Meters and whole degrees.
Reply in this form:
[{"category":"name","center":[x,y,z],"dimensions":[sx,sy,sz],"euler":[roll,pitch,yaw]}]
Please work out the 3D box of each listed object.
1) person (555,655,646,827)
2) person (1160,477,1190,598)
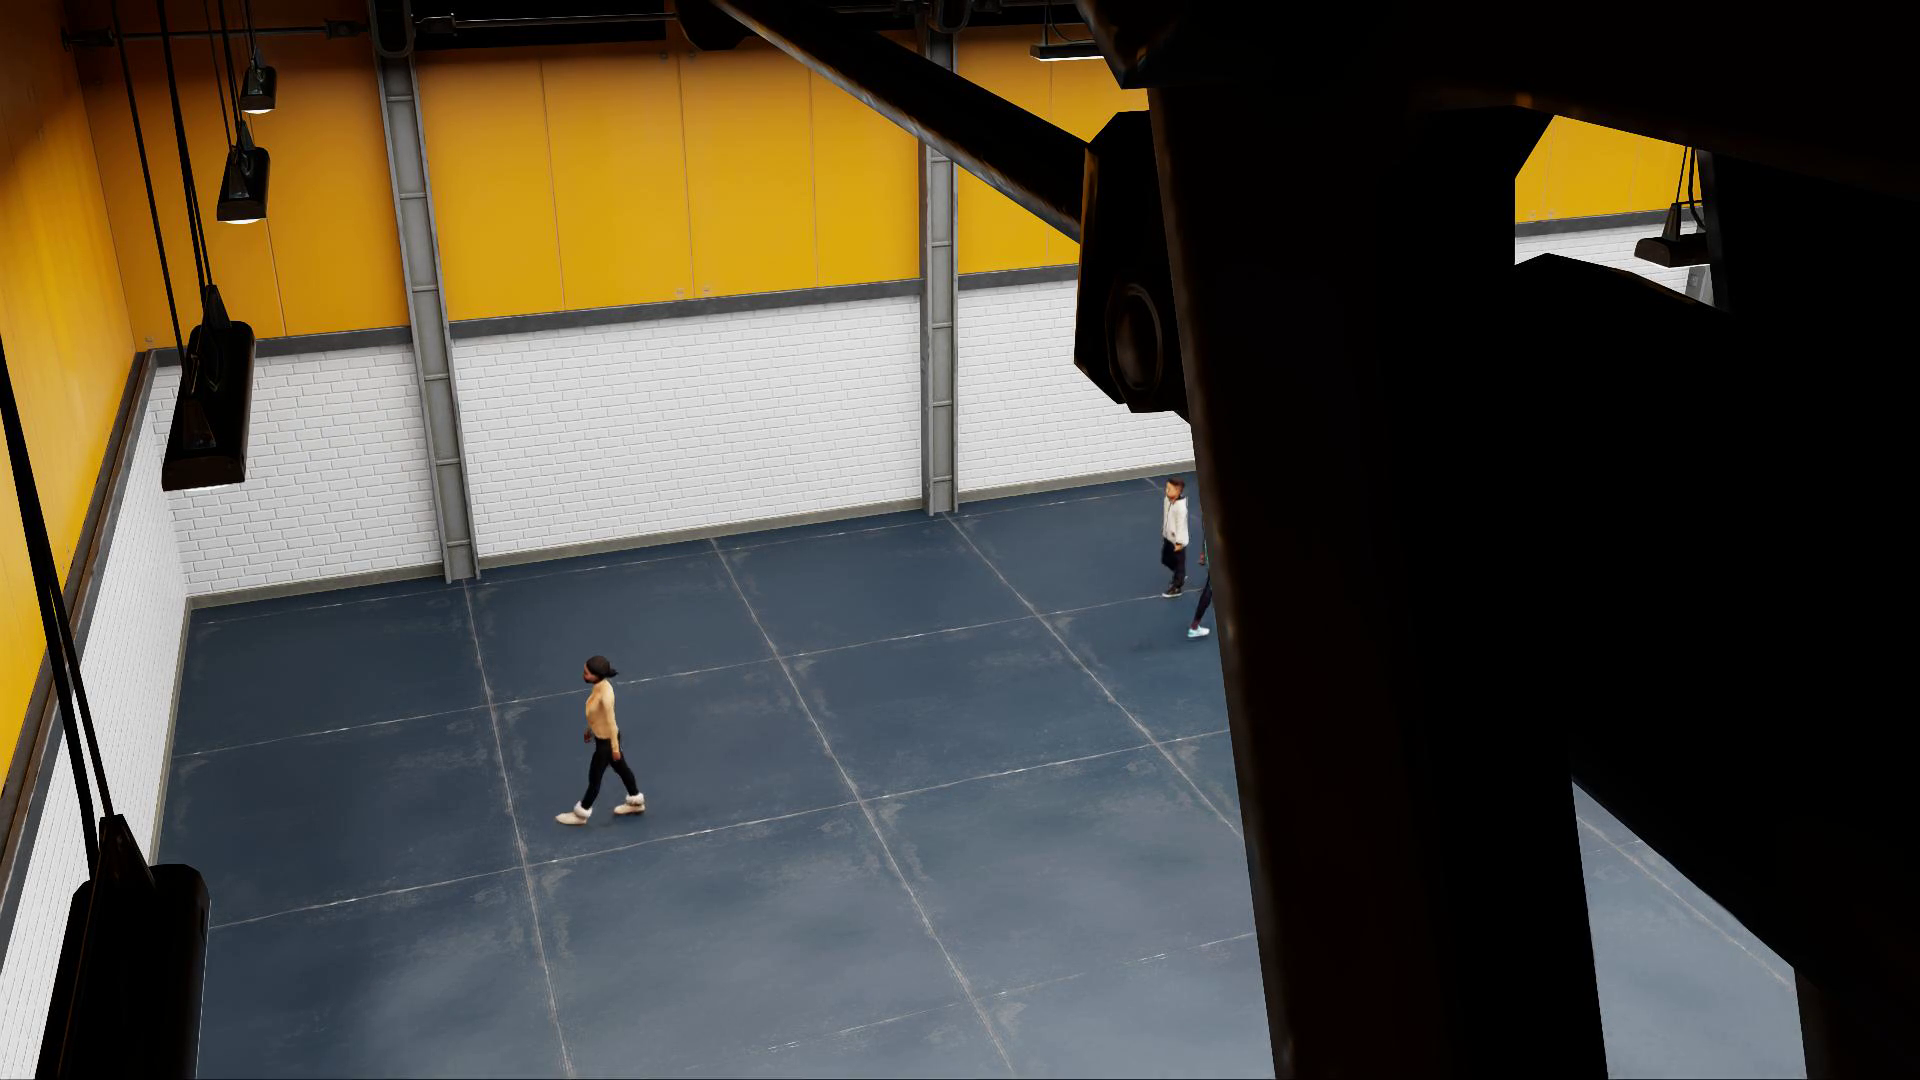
[{"category":"person","center":[-3.028,1.751,14.650],"dimensions":[1.018,1.627,0.622],"euler":[-7,25,-16]},{"category":"person","center":[2.523,-0.044,18.984],"dimensions":[0.633,1.446,0.617],"euler":[-11,26,-23]}]
